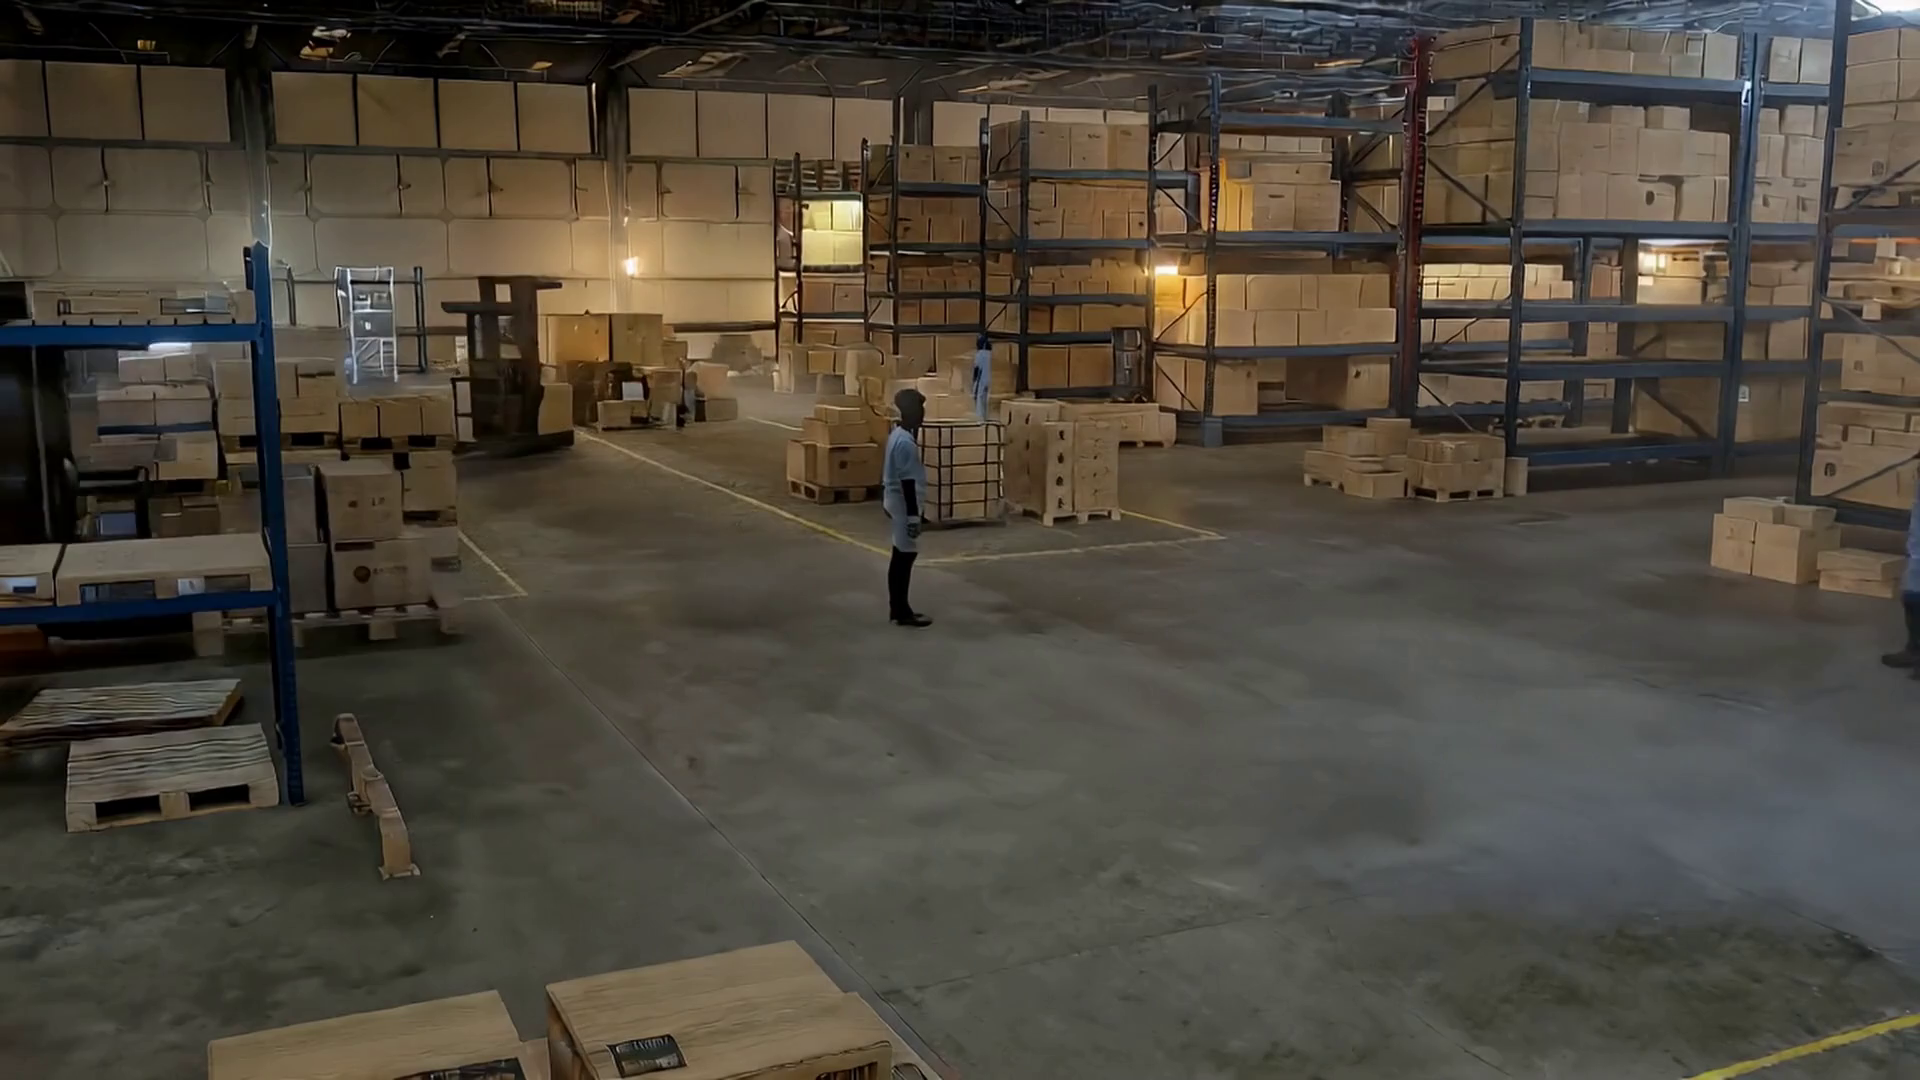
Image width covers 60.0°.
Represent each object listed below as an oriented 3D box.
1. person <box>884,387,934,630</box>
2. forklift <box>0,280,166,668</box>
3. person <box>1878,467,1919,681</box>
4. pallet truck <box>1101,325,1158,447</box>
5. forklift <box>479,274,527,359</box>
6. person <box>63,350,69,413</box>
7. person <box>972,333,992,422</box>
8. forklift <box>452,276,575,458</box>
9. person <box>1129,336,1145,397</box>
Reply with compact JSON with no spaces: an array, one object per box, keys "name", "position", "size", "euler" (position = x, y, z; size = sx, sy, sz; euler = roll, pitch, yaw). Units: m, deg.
[{"name":"person","position":[-0.432,-0.258,13.511],"size":[0.372,1.966,0.603],"euler":[-2,9,-10]},{"name":"forklift","position":[-6.956,-0.498,12.177],"size":[1.873,2.768,1.129],"euler":[-4,10,-25]},{"name":"person","position":[6.861,0.073,11.713],"size":[0.369,1.884,0.661],"euler":[-2,9,-10]},{"name":"pallet truck","position":[2.881,-2.596,27.923],"size":[0.823,1.965,1.885],"euler":[-1,9,-7]},{"name":"forklift","position":[-11.265,-5.375,42.436],"size":[1.873,2.768,1.129],"euler":[-4,10,-25]},{"name":"person","position":[-18.505,-3.519,33.891],"size":[0.388,1.927,0.559],"euler":[5,11,30]},{"name":"person","position":[0.362,-2.574,28.206],"size":[0.329,1.865,0.507],"euler":[4,10,24]},{"name":"forklift","position":[-7.112,-2.795,26.429],"size":[1.129,2.768,1.873],"euler":[3,10,20]},{"name":"person","position":[3.563,-3.231,32.996],"size":[0.481,1.622,0.536],"euler":[-4,10,-23]}]
